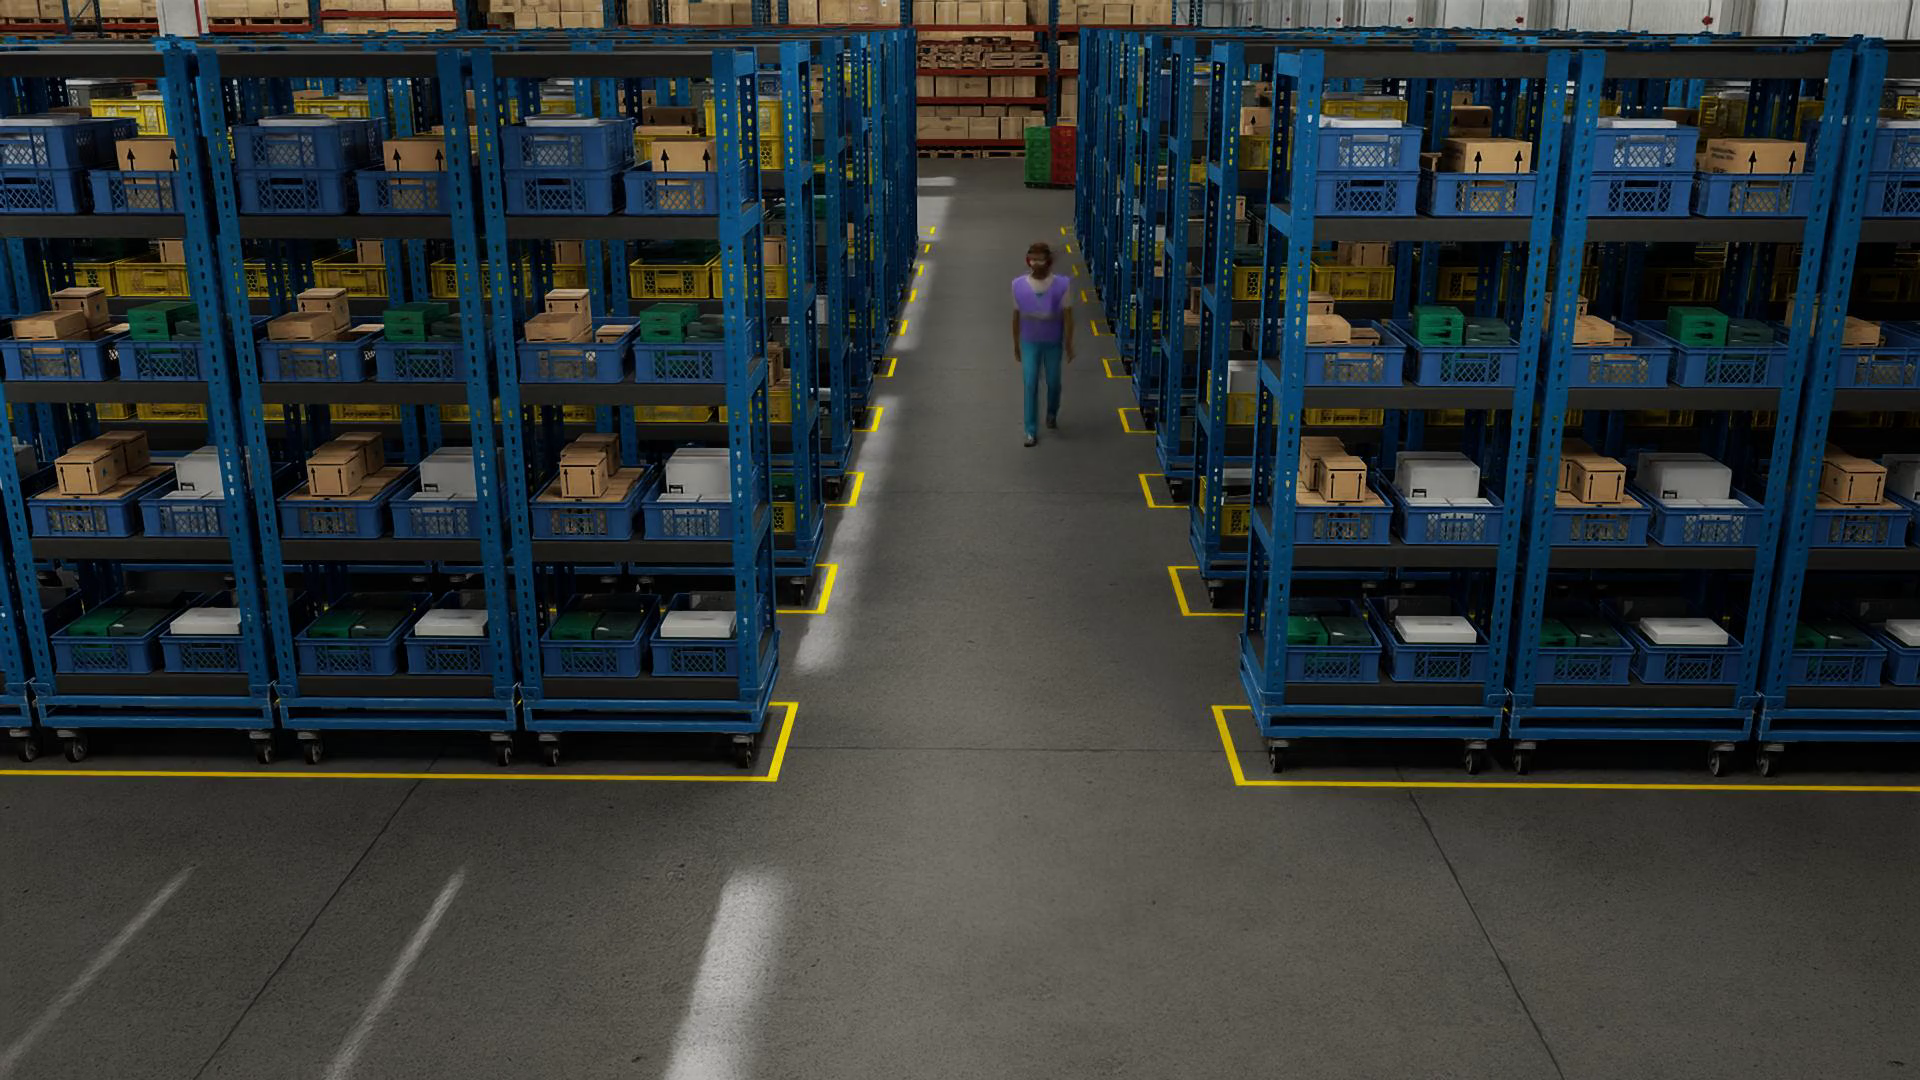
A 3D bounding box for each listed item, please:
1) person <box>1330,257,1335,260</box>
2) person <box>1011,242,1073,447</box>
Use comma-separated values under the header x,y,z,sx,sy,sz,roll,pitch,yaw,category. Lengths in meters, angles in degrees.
x,y,z,sx,sy,sz,roll,pitch,yaw,category
4.070,-2.542,17.202,0.612,1.990,0.392,4,18,12,person
0.753,-1.819,15.178,0.573,1.823,0.819,2,18,7,person
